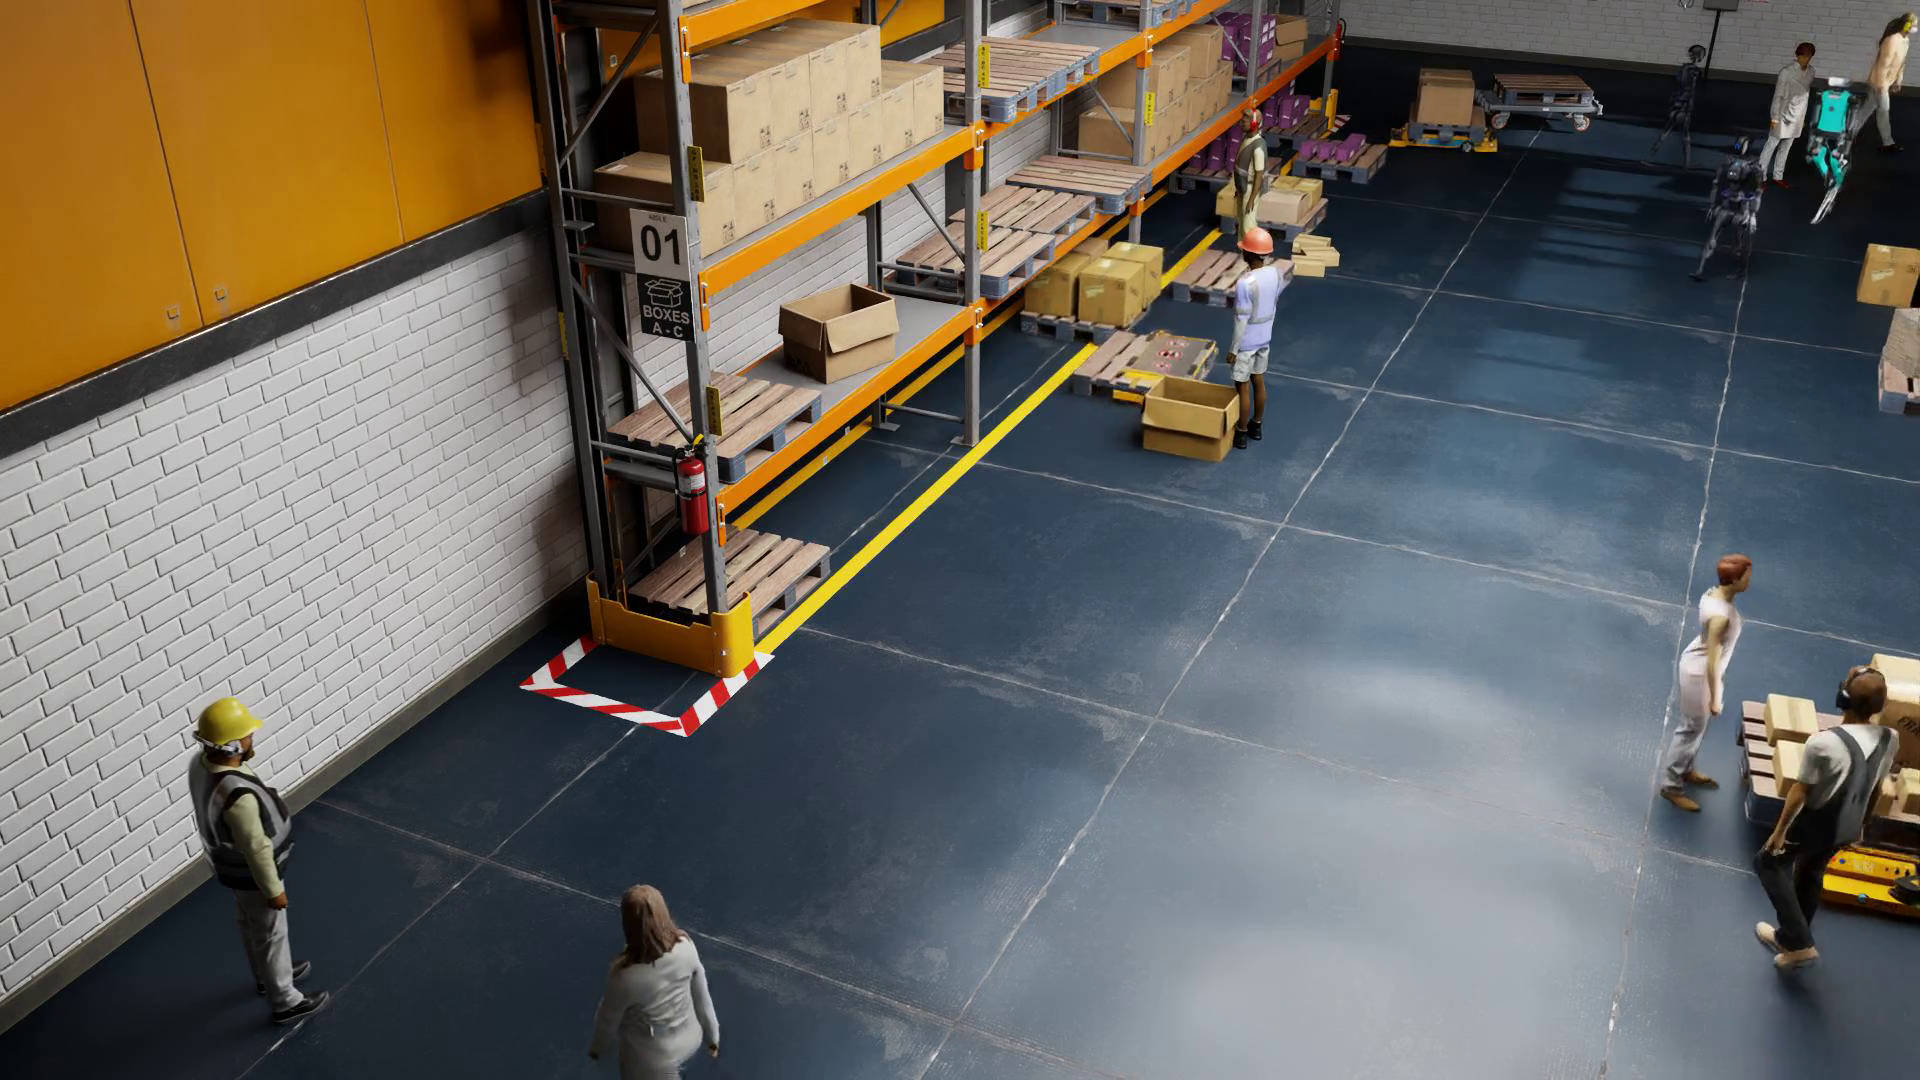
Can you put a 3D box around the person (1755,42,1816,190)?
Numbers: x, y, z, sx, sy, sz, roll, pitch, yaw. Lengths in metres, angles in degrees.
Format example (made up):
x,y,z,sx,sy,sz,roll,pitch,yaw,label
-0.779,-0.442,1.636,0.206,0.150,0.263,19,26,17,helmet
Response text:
x,y,z,sx,sy,sz,roll,pitch,yaw,label
10.468,-5.352,21.012,0.503,1.830,0.365,-6,29,-11,person

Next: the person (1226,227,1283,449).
x,y,z,sx,sy,sz,roll,pitch,yaw,label
2.461,-1.716,14.149,0.350,1.942,0.544,25,37,38,person

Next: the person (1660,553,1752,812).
x,y,z,sx,sy,sz,roll,pitch,yaw,label
4.369,0.818,9.755,0.304,1.653,0.491,12,31,22,person

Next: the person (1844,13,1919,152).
x,y,z,sx,sy,sz,roll,pitch,yaw,label
12.667,-6.225,22.627,0.566,1.823,0.925,-24,36,-37,person

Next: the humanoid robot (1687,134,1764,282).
x,y,z,sx,sy,sz,roll,pitch,yaw,label
8.305,-3.544,17.861,0.766,1.623,0.594,-21,35,-33,humanoid robot

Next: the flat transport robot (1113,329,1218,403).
x,y,z,sx,sy,sz,roll,pitch,yaw,label
1.966,-1.630,15.750,0.659,0.231,1.431,10,30,19,flat transport robot

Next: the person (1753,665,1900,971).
x,y,z,sx,sy,sz,roll,pitch,yaw,label
4.347,1.436,8.423,0.545,1.822,0.441,-7,29,-12,person

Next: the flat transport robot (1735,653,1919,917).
x,y,z,sx,sy,sz,roll,pitch,yaw,label
5.185,1.630,9.705,0.659,0.231,1.431,9,30,16,flat transport robot

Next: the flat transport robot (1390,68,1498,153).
x,y,z,sx,sy,sz,roll,pitch,yaw,label
6.719,-5.592,23.097,1.431,0.231,0.659,7,29,13,flat transport robot

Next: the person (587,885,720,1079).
x,y,z,sx,sy,sz,roll,pitch,yaw,label
-1.260,2.213,7.198,0.884,1.615,0.476,21,35,33,person

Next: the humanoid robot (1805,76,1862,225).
x,y,z,sx,sy,sz,roll,pitch,yaw,label
10.479,-4.660,19.894,0.844,1.846,0.561,-22,35,-35,humanoid robot

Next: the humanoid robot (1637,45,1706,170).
x,y,z,sx,sy,sz,roll,pitch,yaw,label
9.448,-5.675,21.829,0.790,1.630,0.593,3,28,5,humanoid robot

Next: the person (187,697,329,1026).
x,y,z,sx,sy,sz,roll,pitch,yaw,label
-3.472,1.574,8.176,0.403,1.825,0.589,-22,35,-35,person

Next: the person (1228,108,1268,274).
x,y,z,sx,sy,sz,roll,pitch,yaw,label
3.133,-3.767,18.051,0.390,1.846,0.562,-3,28,-5,person
